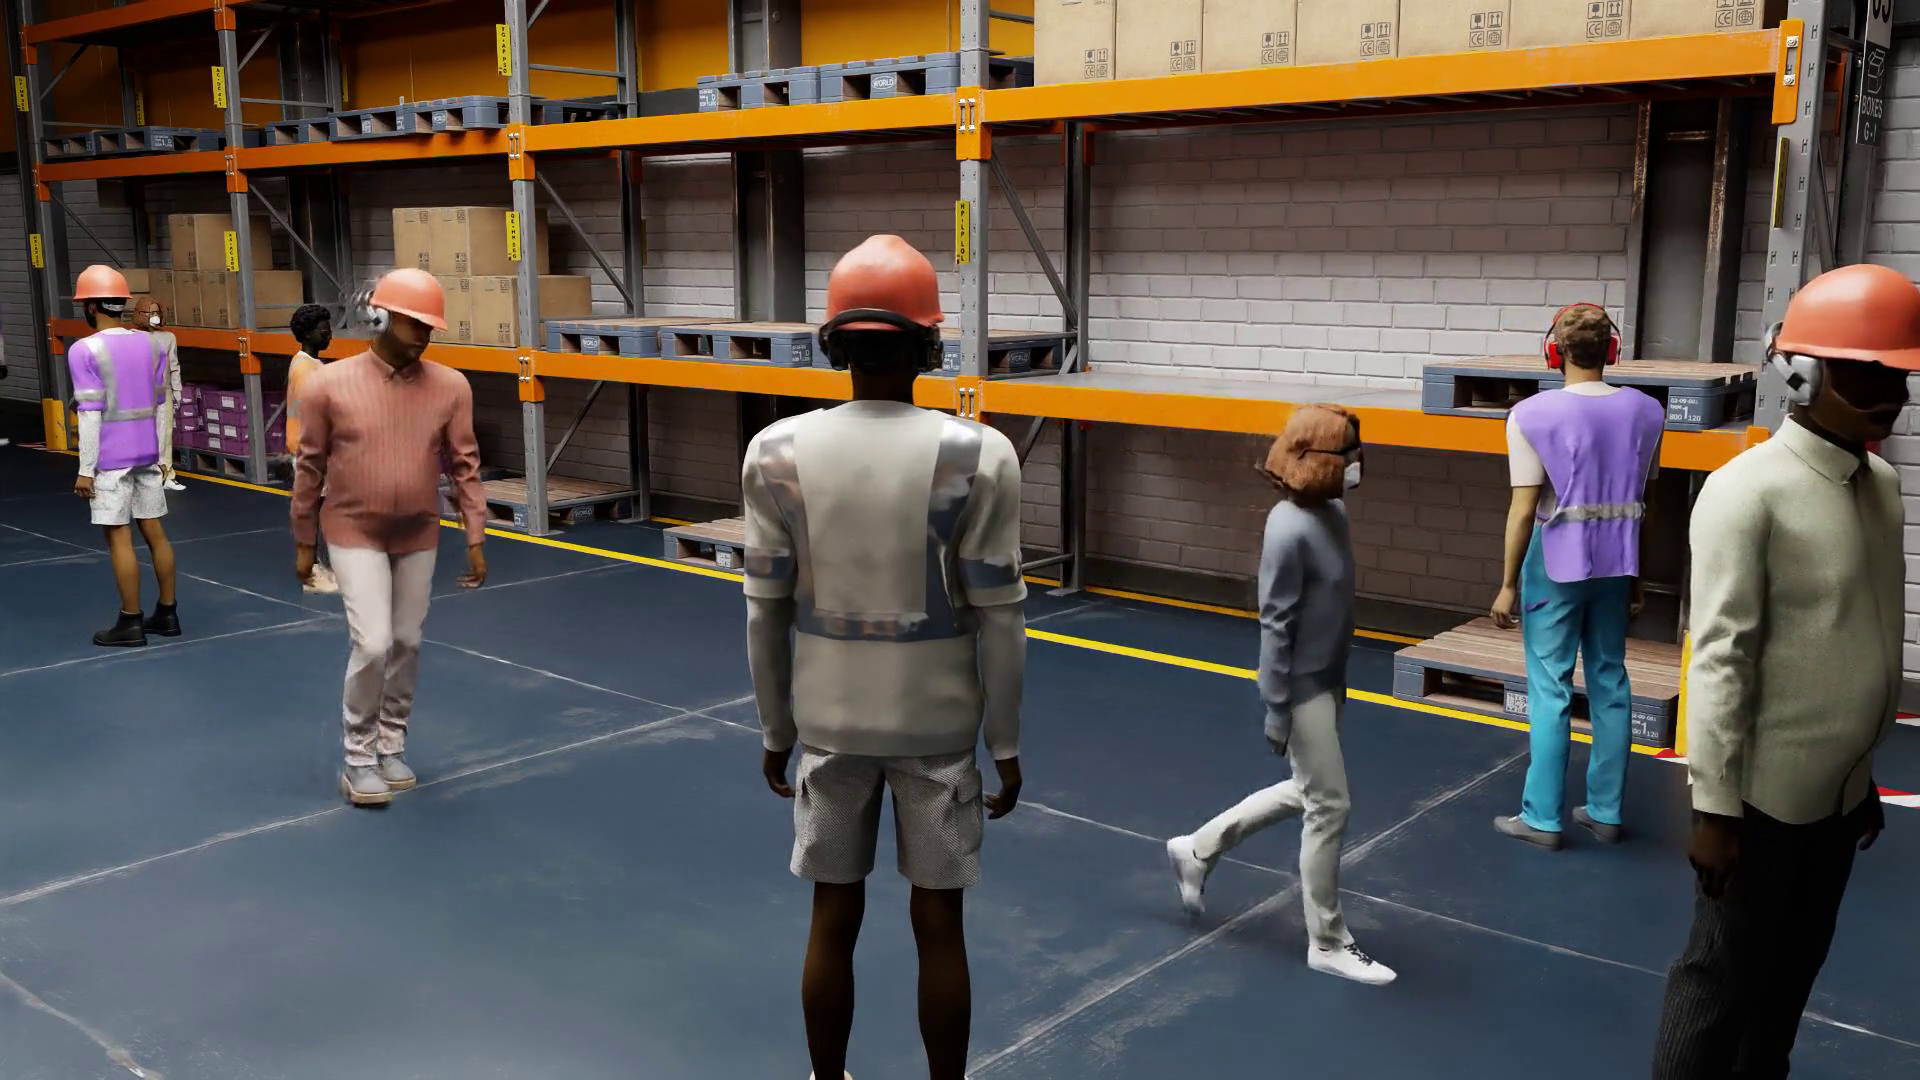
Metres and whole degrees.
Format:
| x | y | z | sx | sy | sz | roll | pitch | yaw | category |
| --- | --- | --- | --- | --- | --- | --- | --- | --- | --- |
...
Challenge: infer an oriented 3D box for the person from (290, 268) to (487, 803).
| x | y | z | sx | sy | sz | roll | pitch | yaw | category |
| --- | --- | --- | --- | --- | --- | --- | --- | --- | --- |
| -2.080 | -0.010 | 6.086 | 0.635 | 1.946 | 0.637 | -8 | 13 | -38 | person |

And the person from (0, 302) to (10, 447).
| x | y | z | sx | sy | sz | roll | pitch | yaw | category |
| --- | --- | --- | --- | --- | --- | --- | --- | --- | --- |
| -9.810 | -1.814 | 16.576 | 0.696 | 1.862 | 0.849 | 0 | 10 | -2 | person |

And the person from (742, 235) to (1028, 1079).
| x | y | z | sx | sy | sz | roll | pitch | yaw | category |
| --- | --- | --- | --- | --- | --- | --- | --- | --- | --- |
| -0.154 | 0.383 | 3.580 | 0.608 | 2.048 | 0.370 | 2 | 10 | 11 | person |

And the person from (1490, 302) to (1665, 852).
| x | y | z | sx | sy | sz | roll | pitch | yaw | category |
| --- | --- | --- | --- | --- | --- | --- | --- | --- | --- |
| 2.066 | 0.136 | 5.576 | 0.564 | 1.839 | 0.391 | -2 | 10 | -14 | person |

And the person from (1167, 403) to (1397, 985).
| x | y | z | sx | sy | sz | roll | pitch | yaw | category |
| --- | --- | --- | --- | --- | --- | --- | --- | --- | --- |
| 0.914 | 0.410 | 4.662 | 0.654 | 1.608 | 0.508 | 5 | 11 | 27 | person |

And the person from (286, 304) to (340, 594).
| x | y | z | sx | sy | sz | roll | pitch | yaw | category |
| --- | --- | --- | --- | --- | --- | --- | --- | --- | --- |
| -3.796 | -0.535 | 9.795 | 0.317 | 1.698 | 0.540 | -3 | 10 | -18 | person |

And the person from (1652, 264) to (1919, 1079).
| x | y | z | sx | sy | sz | roll | pitch | yaw | category |
| --- | --- | --- | --- | --- | --- | --- | --- | --- | --- |
| 1.639 | 0.468 | 3.253 | 0.623 | 1.989 | 0.400 | -7 | 12 | -36 | person |

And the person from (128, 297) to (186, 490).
| x | y | z | sx | sy | sz | roll | pitch | yaw | category |
| --- | --- | --- | --- | --- | --- | --- | --- | --- | --- |
| -6.675 | -1.193 | 13.764 | 0.281 | 1.625 | 0.493 | 7 | 12 | 34 | person |

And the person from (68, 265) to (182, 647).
| x | y | z | sx | sy | sz | roll | pitch | yaw | category |
| --- | --- | --- | --- | --- | --- | --- | --- | --- | --- |
| -4.291 | -0.422 | 8.476 | 0.374 | 1.935 | 0.552 | 3 | 11 | 19 | person |
